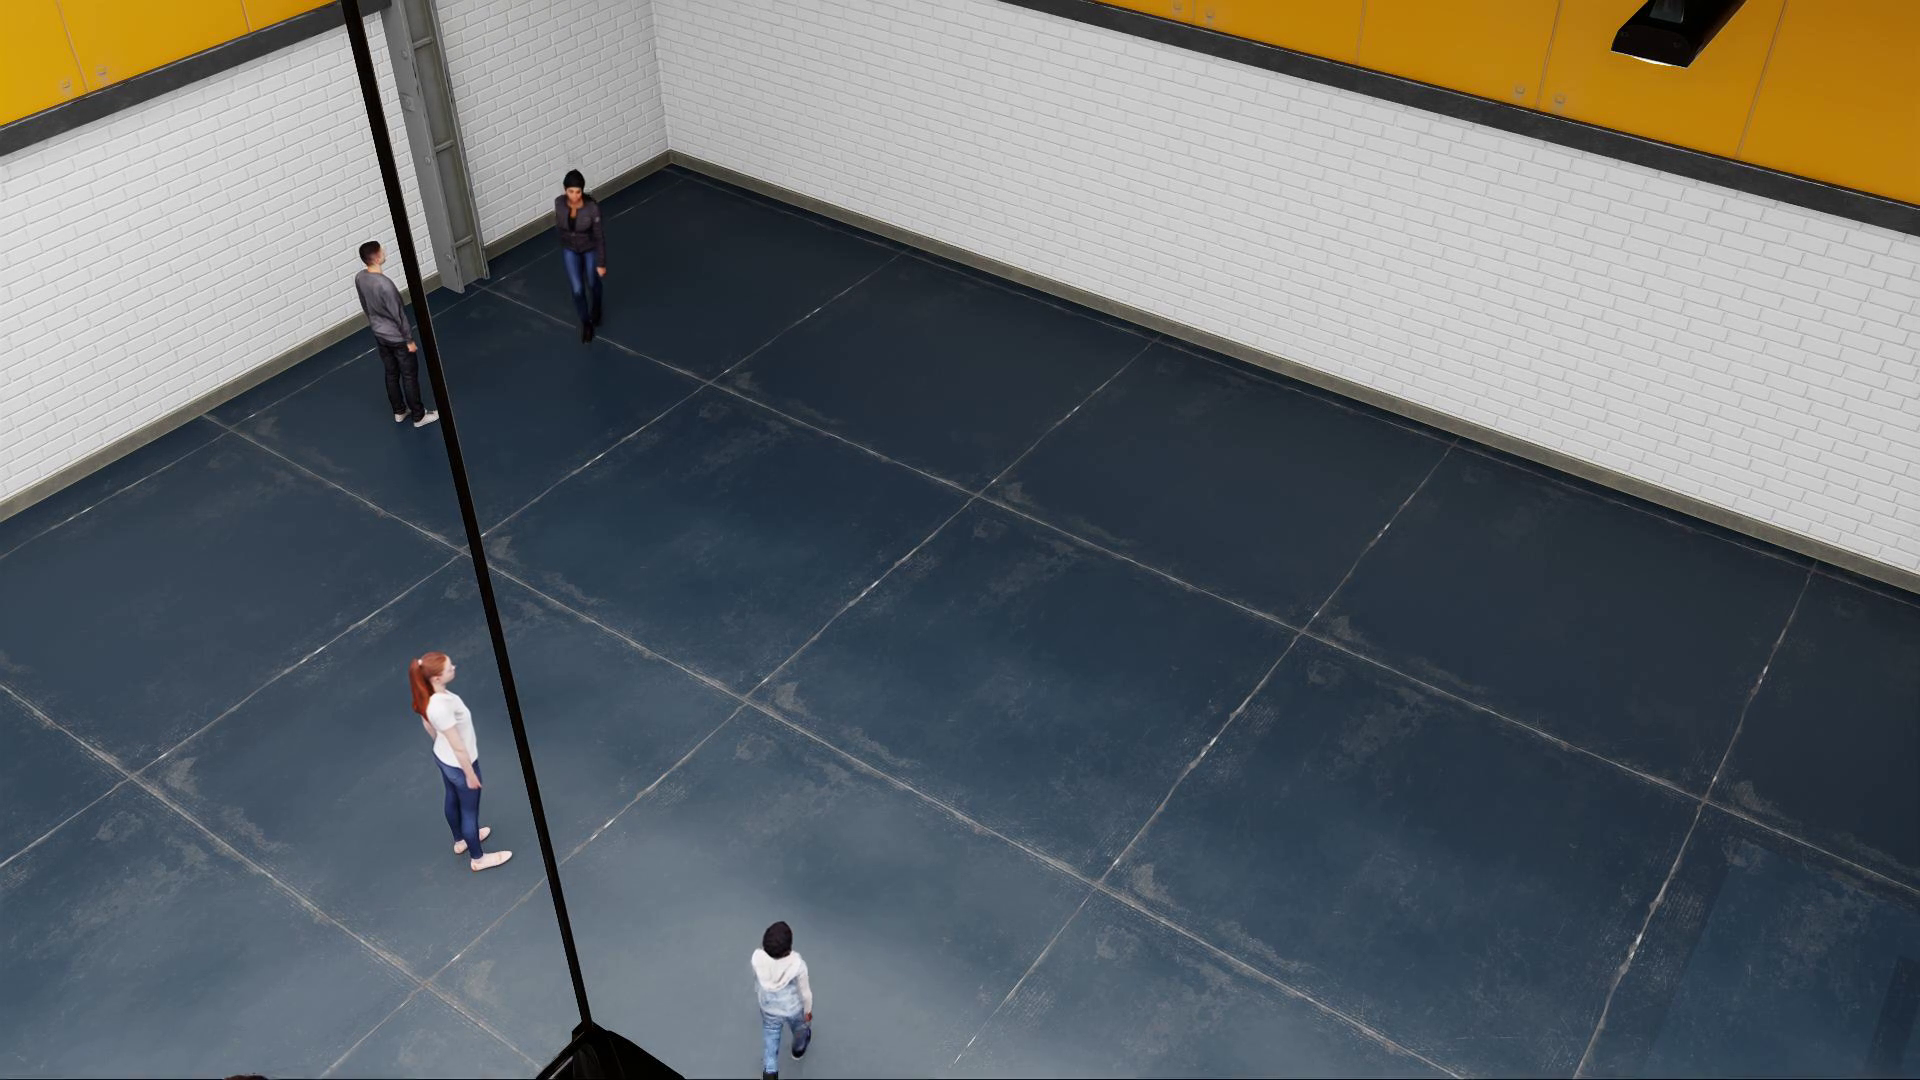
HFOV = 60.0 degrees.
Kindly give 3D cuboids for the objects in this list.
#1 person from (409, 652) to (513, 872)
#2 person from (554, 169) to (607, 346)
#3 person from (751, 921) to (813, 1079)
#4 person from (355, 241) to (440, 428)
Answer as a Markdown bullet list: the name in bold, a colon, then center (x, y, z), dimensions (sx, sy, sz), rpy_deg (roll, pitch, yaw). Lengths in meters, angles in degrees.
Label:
- **person**: center (-3.169, 1.374, 10.397), dimensions (0.608, 1.738, 0.630), rpy_deg (-27, 46, -30)
- **person**: center (-3.520, -2.701, 15.528), dimensions (0.890, 1.704, 1.007), rpy_deg (7, 39, 9)
- **person**: center (-1.009, 2.596, 9.262), dimensions (0.690, 1.246, 0.835), rpy_deg (5, 39, 6)
- **person**: center (-4.888, -1.772, 14.319), dimensions (0.630, 1.761, 0.557), rpy_deg (20, 43, 23)
